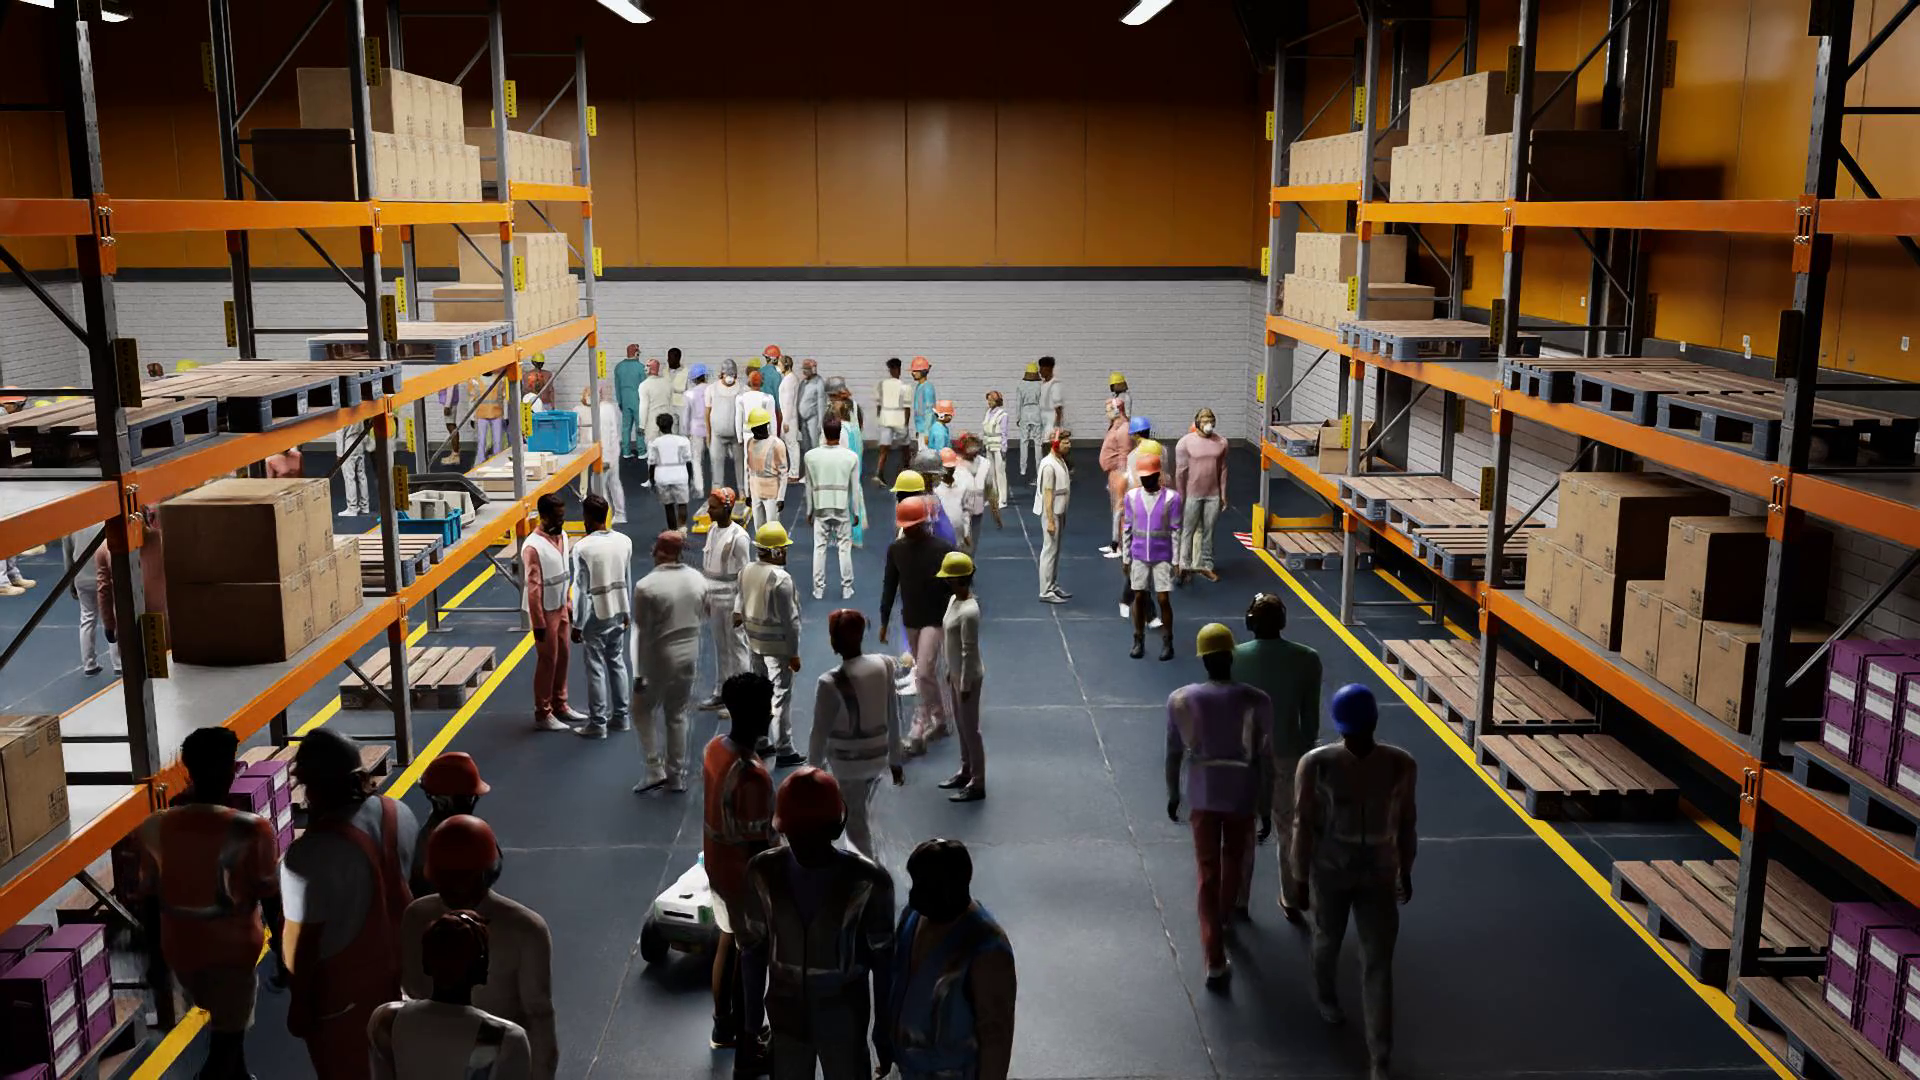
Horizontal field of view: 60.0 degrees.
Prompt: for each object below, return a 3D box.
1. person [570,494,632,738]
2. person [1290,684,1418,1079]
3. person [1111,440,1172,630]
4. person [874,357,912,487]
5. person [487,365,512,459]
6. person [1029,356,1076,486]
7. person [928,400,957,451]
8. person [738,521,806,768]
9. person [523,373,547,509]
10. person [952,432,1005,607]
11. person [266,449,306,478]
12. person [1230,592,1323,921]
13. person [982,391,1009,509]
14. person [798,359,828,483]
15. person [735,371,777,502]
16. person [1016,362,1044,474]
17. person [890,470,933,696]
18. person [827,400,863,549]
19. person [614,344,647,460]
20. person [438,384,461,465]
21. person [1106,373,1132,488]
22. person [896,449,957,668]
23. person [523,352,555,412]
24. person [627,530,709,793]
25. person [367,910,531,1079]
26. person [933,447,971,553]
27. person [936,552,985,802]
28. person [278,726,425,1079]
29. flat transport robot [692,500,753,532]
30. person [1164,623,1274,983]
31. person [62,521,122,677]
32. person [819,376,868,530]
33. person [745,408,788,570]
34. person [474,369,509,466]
[{"bbox_3d":[-2.785,0.593,13.010,0.408,1.907,0.598,7,13,30],"label":"person"},{"bbox_3d":[1.904,1.602,8.078,0.621,1.861,0.997,0,11,2],"label":"person"},{"bbox_3d":[1.807,-0.077,16.468,0.588,1.874,0.961,-5,12,-23],"label":"person"},{"bbox_3d":[-1.004,-1.743,24.684,0.593,1.927,0.878,3,12,15],"label":"person"},{"bbox_3d":[-7.619,-2.333,27.447,0.380,1.995,0.611,4,12,19],"label":"person"},{"bbox_3d":[1.383,-1.786,24.826,0.733,1.944,0.631,-3,12,-16],"label":"person"},{"bbox_3d":[-0.219,-0.898,20.889,0.354,1.738,0.577,-1,11,-3],"label":"person"},{"bbox_3d":[-1.373,0.767,12.311,0.404,1.833,0.590,-11,16,-44],"label":"person"},{"bbox_3d":[-5.841,-1.362,22.893,0.355,1.876,0.573,-6,13,-29],"label":"person"},{"bbox_3d":[0.150,-0.219,17.317,0.607,1.806,0.744,-9,14,-38],"label":"person"},{"bbox_3d":[-7.426,-0.405,18.392,0.339,1.752,0.529,6,13,27],"label":"person"},{"bbox_3d":[1.761,1.253,9.661,0.645,1.927,0.389,0,11,-1],"label":"person"},{"bbox_3d":[0.493,-1.244,22.910,0.314,1.633,0.519,-7,13,-31],"label":"person"},{"bbox_3d":[-2.218,-1.753,24.798,0.398,1.895,0.656,-8,14,-35],"label":"person"},{"bbox_3d":[-2.812,-1.404,23.065,0.584,1.883,0.347,2,11,10],"label":"person"},{"bbox_3d":[1.114,-1.886,25.840,0.494,1.741,0.309,2,11,8],"label":"person"},{"bbox_3d":[-0.405,0.361,14.105,0.366,1.926,0.594,-1,11,-3],"label":"person"},{"bbox_3d":[-1.442,-0.784,20.137,0.619,1.809,0.546,5,12,24],"label":"person"},{"bbox_3d":[-5.351,-2.276,27.385,0.649,1.906,0.401,5,12,25],"label":"person"},{"bbox_3d":[-8.265,-2.229,26.800,0.376,2.042,0.615,-3,12,-13],"label":"person"},{"bbox_3d":[2.318,-1.589,24.383,0.324,1.732,0.491,-7,13,-30],"label":"person"},{"bbox_3d":[-0.299,0.172,14.772,0.538,2.000,0.682,1,11,4],"label":"person"},{"bbox_3d":[-6.983,-2.257,27.658,0.524,1.762,0.340,-9,14,-37],"label":"person"},{"bbox_3d":[-2.076,0.864,11.750,0.418,1.870,0.667,10,15,42],"label":"person"},{"bbox_3d":[-1.639,2.116,5.451,0.577,1.877,0.341,3,12,14],"label":"person"},{"bbox_3d":[-0.134,-0.059,16.652,0.564,1.751,0.330,-7,13,-31],"label":"person"},{"bbox_3d":[-0.001,0.944,11.614,0.335,1.757,0.518,-2,11,-11],"label":"person"},{"bbox_3d":[-2.555,1.740,6.908,0.535,2.000,0.694,4,12,20],"label":"person"},{"bbox_3d":[-3.071,-0.316,21.673,0.652,0.197,1.431,0,11,-1],"label":"flat transport robot"},{"bbox_3d":[1.409,1.398,9.115,0.594,1.843,1.023,2,11,10],"label":"person"},{"bbox_3d":[-7.581,0.342,14.664,0.566,1.744,0.350,0,11,-1],"label":"person"},{"bbox_3d":[-1.532,-1.122,21.259,0.549,2.000,0.730,7,13,30],"label":"person"},{"bbox_3d":[-2.194,-0.525,18.582,0.594,1.912,0.390,9,14,38],"label":"person"},{"bbox_3d":[-7.400,-1.928,26.448,0.847,1.585,0.505,-9,14,-38],"label":"person"}]
